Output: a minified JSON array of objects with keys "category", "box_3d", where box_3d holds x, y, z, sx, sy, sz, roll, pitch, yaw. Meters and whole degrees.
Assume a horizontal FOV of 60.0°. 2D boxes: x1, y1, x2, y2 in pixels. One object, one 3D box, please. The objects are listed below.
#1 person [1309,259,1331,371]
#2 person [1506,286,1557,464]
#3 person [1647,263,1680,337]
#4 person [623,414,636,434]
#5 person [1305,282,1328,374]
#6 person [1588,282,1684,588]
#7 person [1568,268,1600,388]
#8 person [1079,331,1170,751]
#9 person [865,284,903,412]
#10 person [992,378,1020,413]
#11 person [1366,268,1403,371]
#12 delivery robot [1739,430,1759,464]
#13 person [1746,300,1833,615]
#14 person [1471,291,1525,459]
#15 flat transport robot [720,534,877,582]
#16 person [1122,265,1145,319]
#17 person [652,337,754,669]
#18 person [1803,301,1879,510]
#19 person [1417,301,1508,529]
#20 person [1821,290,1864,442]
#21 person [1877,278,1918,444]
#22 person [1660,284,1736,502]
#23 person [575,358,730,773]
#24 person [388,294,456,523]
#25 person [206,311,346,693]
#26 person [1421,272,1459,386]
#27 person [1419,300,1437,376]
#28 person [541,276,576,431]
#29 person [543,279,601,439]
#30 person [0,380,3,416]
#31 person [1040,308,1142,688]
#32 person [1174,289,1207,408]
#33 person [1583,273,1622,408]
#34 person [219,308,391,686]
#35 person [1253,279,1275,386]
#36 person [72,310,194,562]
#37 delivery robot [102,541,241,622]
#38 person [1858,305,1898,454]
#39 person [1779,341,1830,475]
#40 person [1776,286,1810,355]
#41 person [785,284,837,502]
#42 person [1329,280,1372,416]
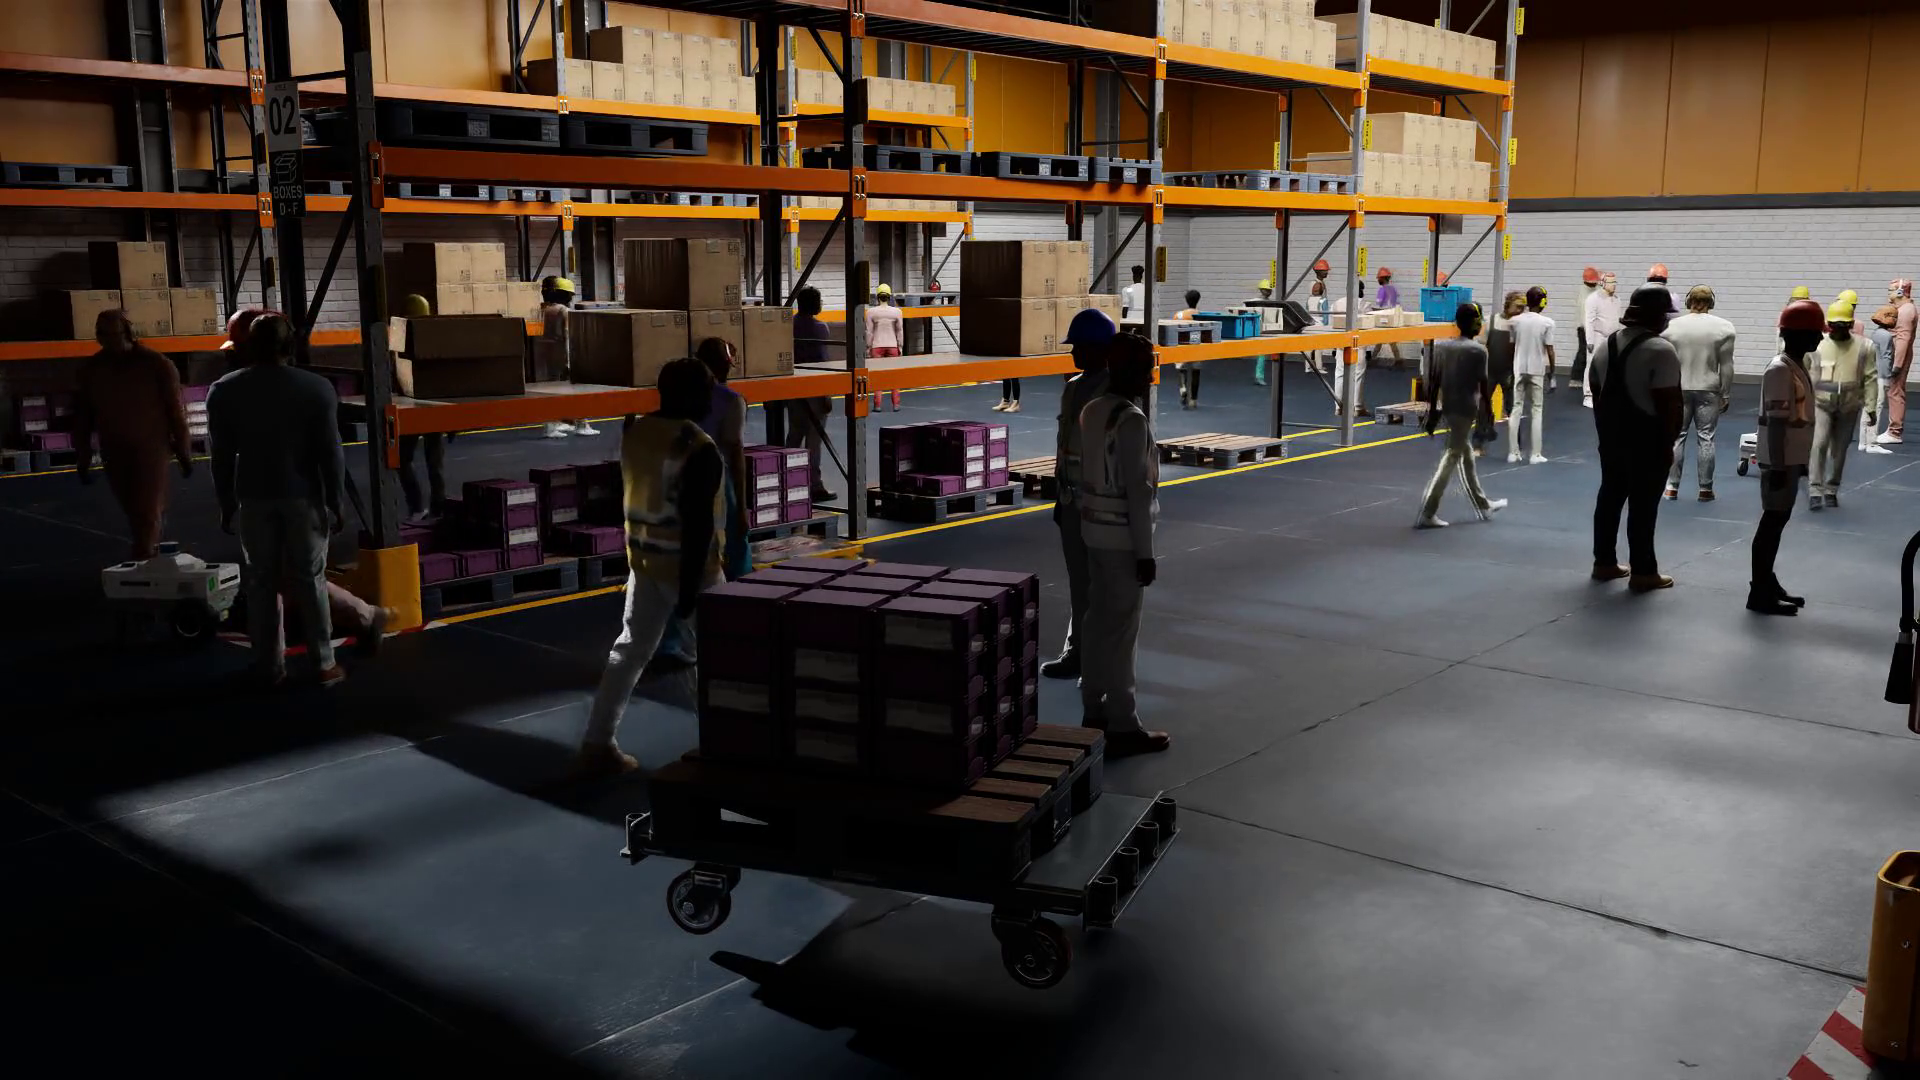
[{"category":"person","box_3d":[6.559,-4.091,30.388,0.386,2.045,0.605,5,11,27]},{"category":"person","box_3d":[5.990,-1.725,17.443,0.535,1.865,0.341,8,13,39]},{"category":"person","box_3d":[9.269,-2.657,22.219,0.607,2.048,0.365,5,11,27]},{"category":"person","box_3d":[-3.195,-1.638,16.841,0.564,1.892,0.938,-8,13,-40]},{"category":"person","box_3d":[6.412,-3.810,29.937,0.315,1.640,0.515,-7,12,-34]},{"category":"person","box_3d":[4.571,-0.710,11.151,0.535,2.000,0.684,-4,11,-20]},{"category":"person","box_3d":[10.156,-3.428,26.942,0.374,1.944,0.703,6,11,30]},{"category":"person","box_3d":[0.727,0.006,7.512,0.355,1.887,0.574,-4,11,-19]},{"category":"person","box_3d":[-1.048,-2.641,22.929,0.533,1.767,0.326,-2,10,-12]},{"category":"person","box_3d":[0.659,-2.591,22.839,0.321,1.695,0.530,-5,11,-27]},{"category":"person","box_3d":[7.790,-4.056,30.644,0.978,1.879,0.556,7,12,34]},{"category":"delivery robot","box_3d":[8.080,-0.956,16.509,0.707,0.478,0.477,-6,12,-31]},{"category":"person","box_3d":[5.148,-0.513,10.326,0.366,1.934,0.553,7,12,35]},{"category":"person","box_3d":[5.753,-1.754,17.779,0.562,1.807,0.389,3,10,17]},{"category":"flat transport robot","box_3d":[-1.277,0.165,11.203,0.652,0.197,1.431,8,13,39]},{"category":"person","box_3d":[3.071,-3.779,28.834,0.614,1.963,0.362,-3,10,-16]},{"category":"person","box_3d":[-1.337,-0.212,9.077,0.626,1.775,1.013,6,12,32]},{"category":"person","box_3d":[7.535,-1.142,14.282,0.614,1.793,0.832,4,11,20]},{"category":"person","box_3d":[4.113,-1.006,13.447,0.987,1.819,0.548,-4,11,-23]},{"category":"person","box_3d":[10.299,-2.032,19.462,0.327,1.767,0.533,-7,12,-34]},{"category":"person","box_3d":[10.808,-2.065,19.246,0.403,1.906,0.651,6,11,29]},{"category":"person","box_3d":[6.553,-1.306,14.849,0.628,1.935,0.373,5,11,25]},{"category":"person","box_3d":[-1.262,0.114,7.184,0.626,1.800,0.950,9,13,41]},{"category":"person","box_3d":[-4.267,-0.994,13.179,0.613,1.893,0.540,1,10,7]},{"category":"person","box_3d":[-3.453,-0.187,8.464,0.635,1.936,0.355,-2,10,-12]},{"category":"person","box_3d":[6.589,-2.715,22.892,0.542,1.929,0.381,8,13,38]},{"category":"person","box_3d":[8.338,-3.711,29.367,0.514,1.645,0.309,4,11,22]},{"category":"person","box_3d":[-4.971,-2.311,20.637,0.383,1.912,0.591,-3,10,-18]},{"category":"person","box_3d":[-4.676,-2.155,19.823,0.588,1.887,0.760,8,13,40]},{"category":"person","box_3d":[-6.197,-0.449,10.287,0.647,1.820,0.437,3,10,16]},{"category":"person","box_3d":[0.684,-0.213,8.581,0.384,1.948,0.605,-6,12,-31]},{"category":"person","box_3d":[3.265,-2.685,23.413,0.539,1.683,0.444,1,10,7]},{"category":"person","box_3d":[9.133,-2.826,23.580,0.641,1.910,0.401,-5,11,-28]},{"category":"person","box_3d":[-3.453,-0.223,8.639,0.736,1.959,0.627,-7,12,-36]},{"category":"person","box_3d":[5.017,-3.387,27.207,0.546,1.745,0.571,-6,12,-30]},{"category":"person","box_3d":[-5.362,-0.539,10.705,0.683,1.850,1.005,0,10,-2]},{"category":"delivery robot","box_3d":[-4.565,0.252,9.633,0.707,0.478,0.477,1,10,6]},{"category":"person","box_3d":[10.159,-1.774,18.369,0.286,1.633,0.498,2,10,10]},{"category":"person","box_3d":[8.299,-1.409,16.339,0.573,1.622,0.388,9,14,43]},{"category":"person","box_3d":[11.298,-2.555,22.502,0.311,1.744,0.486,-7,12,-34]},{"category":"person","box_3d":[-1.372,-1.314,14.878,0.635,1.937,0.355,9,13,42]},{"category":"person","box_3d":[5.277,-2.582,22.387,0.624,1.841,0.430,9,13,42]}]
